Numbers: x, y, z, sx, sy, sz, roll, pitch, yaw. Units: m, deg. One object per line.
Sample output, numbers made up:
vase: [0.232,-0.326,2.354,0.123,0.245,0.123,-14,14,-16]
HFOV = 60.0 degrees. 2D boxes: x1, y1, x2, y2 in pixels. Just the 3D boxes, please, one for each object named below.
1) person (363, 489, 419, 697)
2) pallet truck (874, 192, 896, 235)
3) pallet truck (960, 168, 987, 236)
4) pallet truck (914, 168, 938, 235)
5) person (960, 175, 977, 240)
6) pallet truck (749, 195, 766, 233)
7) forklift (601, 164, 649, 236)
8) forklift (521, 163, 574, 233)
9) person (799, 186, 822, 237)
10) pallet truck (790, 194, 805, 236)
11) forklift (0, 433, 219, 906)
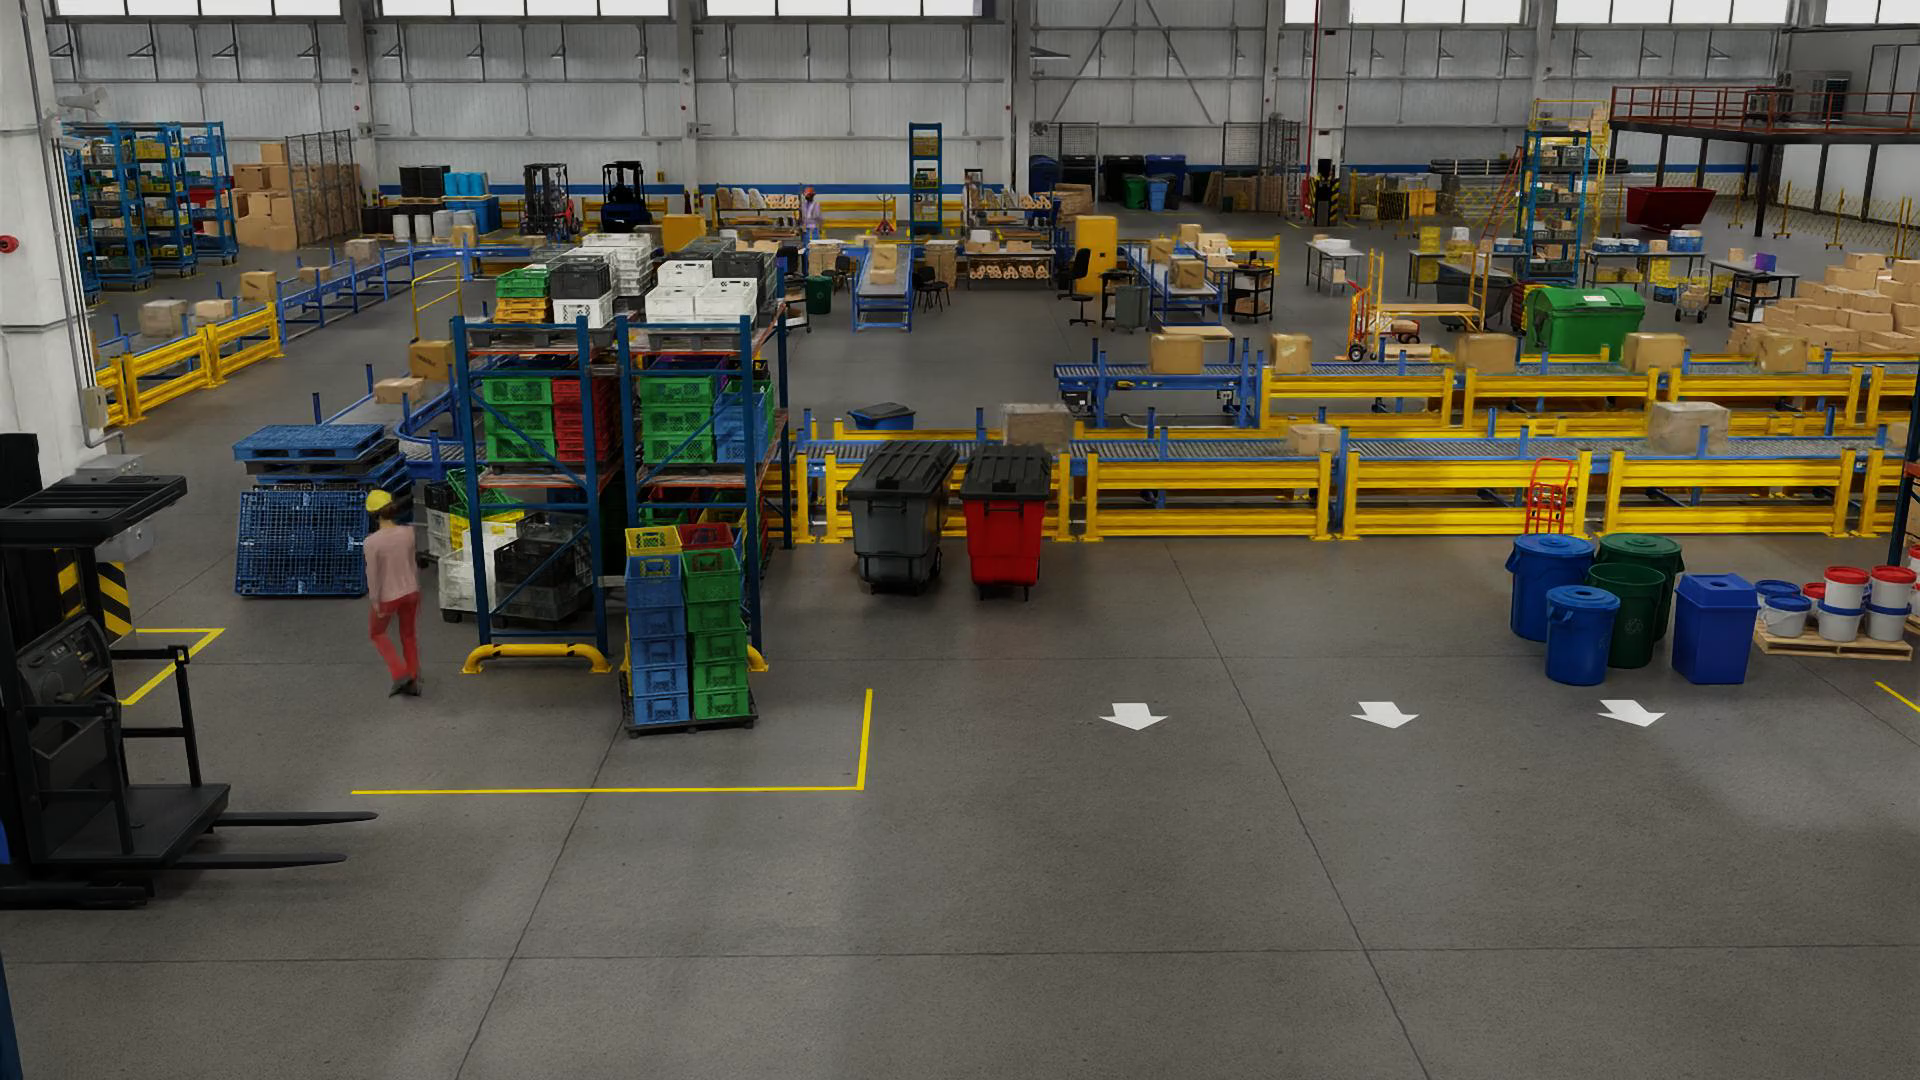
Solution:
person: [-4.628,0.438,13.567,0.371,1.747,0.521,12,20,36]
pallet truck: [-2.277,-9.986,50.594,0.653,1.274,1.630,0,16,-1]
pallet truck: [0.383,-10.230,50.206,0.823,1.965,1.885,-1,16,-3]
pallet truck: [-0.989,-10.316,50.507,0.823,1.965,1.885,1,16,3]
person: [0.244,-9.615,48.230,0.402,1.911,0.639,-10,19,-32]
pallet truck: [-6.051,-9.967,50.660,0.680,1.201,1.601,0,16,-1]
forklift: [-9.948,-10.127,49.296,1.157,1.987,2.680,-1,16,-3]
forklift: [-12.233,-10.122,49.298,1.157,1.987,2.680,0,16,-1]
person: [-3.795,-7.951,42.234,0.617,2.027,0.466,14,21,40]
pallet truck: [-4.814,-9.883,50.259,0.704,1.261,1.522,-1,16,-3]
forklift: [-5.952,0.780,10.366,1.873,2.768,1.129,0,16,-1]
